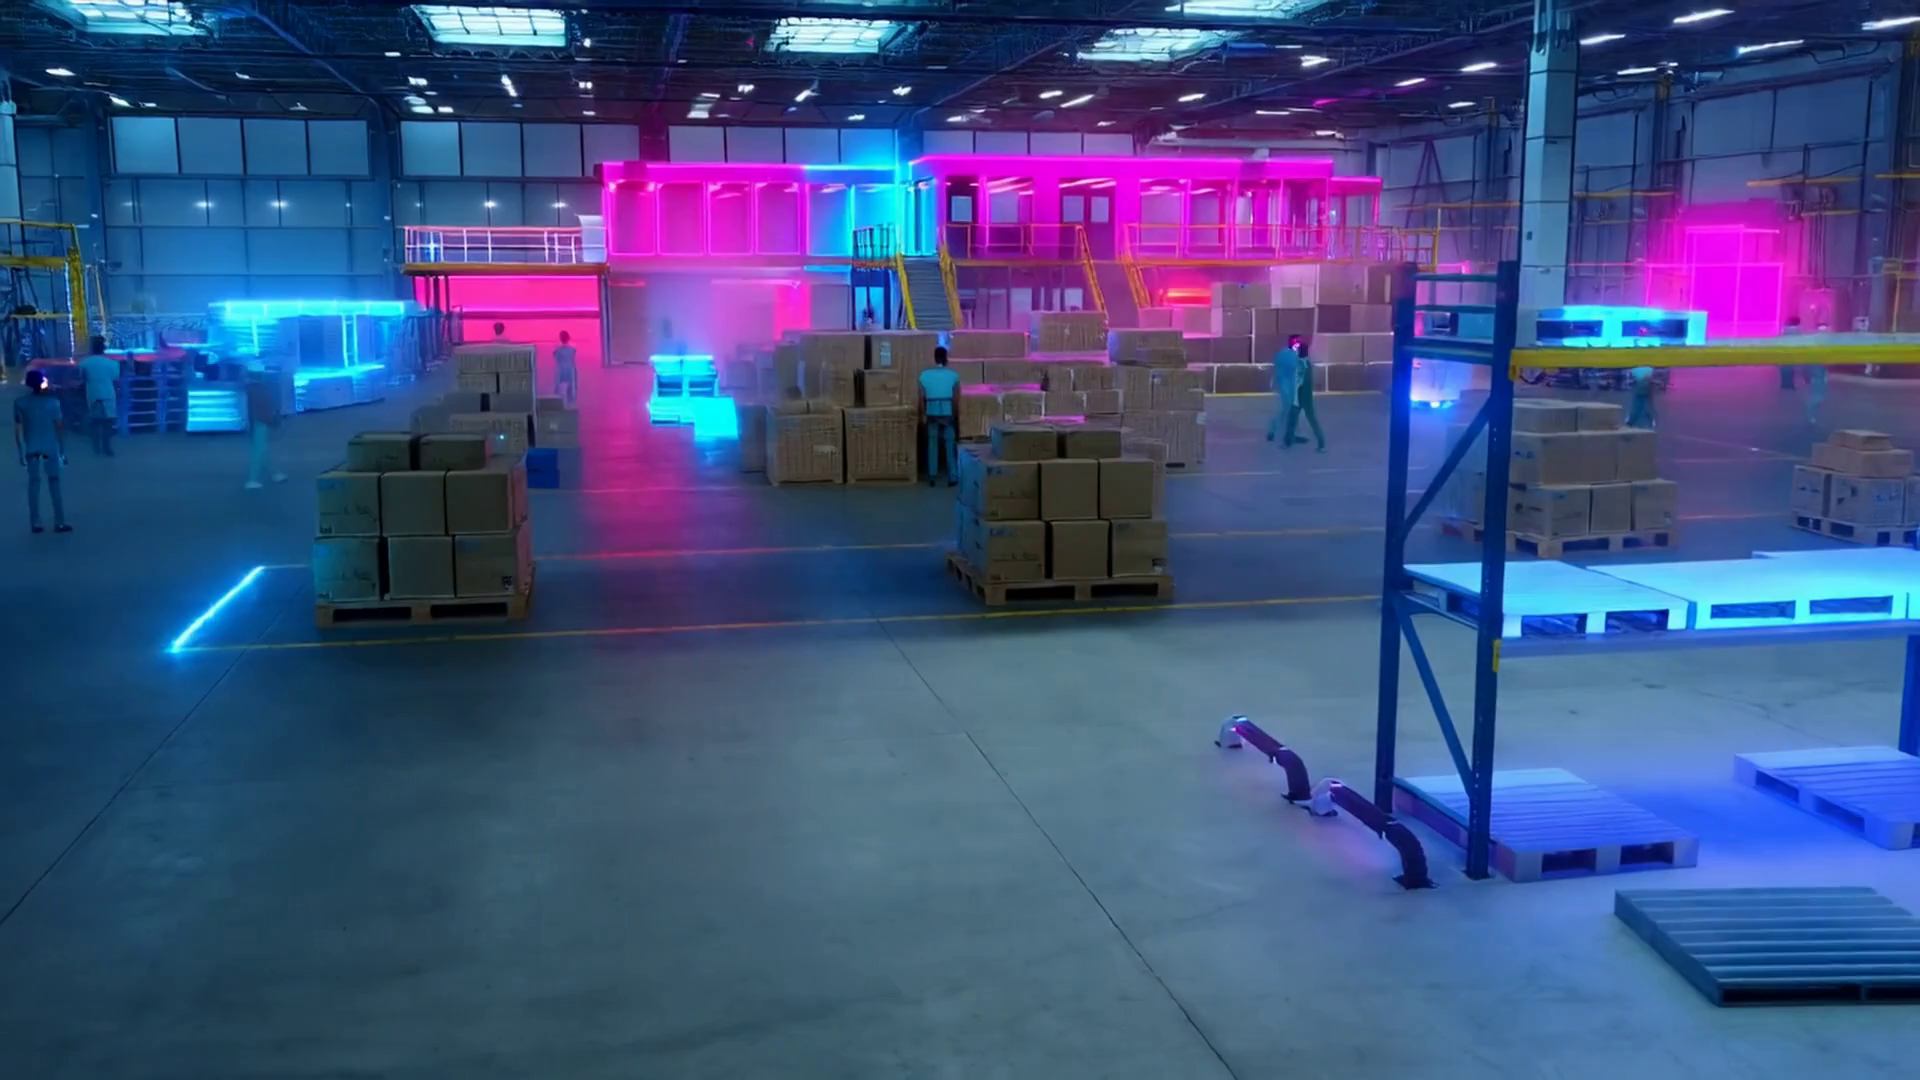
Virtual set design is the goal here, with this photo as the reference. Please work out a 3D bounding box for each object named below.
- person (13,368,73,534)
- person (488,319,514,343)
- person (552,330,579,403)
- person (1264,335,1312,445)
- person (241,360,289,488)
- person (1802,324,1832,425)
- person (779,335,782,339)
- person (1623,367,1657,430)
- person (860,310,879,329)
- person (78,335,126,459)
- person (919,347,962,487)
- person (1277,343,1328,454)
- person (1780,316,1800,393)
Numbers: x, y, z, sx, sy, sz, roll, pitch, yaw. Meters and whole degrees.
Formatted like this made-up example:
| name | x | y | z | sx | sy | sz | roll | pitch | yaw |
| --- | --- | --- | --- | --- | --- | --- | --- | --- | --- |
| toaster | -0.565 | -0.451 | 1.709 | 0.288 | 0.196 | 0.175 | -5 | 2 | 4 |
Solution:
| name | x | y | z | sx | sy | sz | roll | pitch | yaw |
| --- | --- | --- | --- | --- | --- | --- | --- | --- | --- |
| person | -10.352 | -0.993 | 18.754 | 0.538 | 1.869 | 0.313 | -2 | 10 | -11 |
| person | -9.671 | -3.700 | 35.117 | 0.553 | 1.922 | 0.479 | -5 | 10 | -27 |
| person | -7.115 | -2.836 | 29.971 | 0.317 | 1.875 | 0.532 | 8 | 12 | 41 |
| person | 5.538 | -2.551 | 28.287 | 0.678 | 1.872 | 1.011 | -8 | 12 | -39 |
| person | -9.525 | -1.598 | 22.846 | 0.542 | 1.722 | 0.862 | 5 | 10 | 27 |
| person | 16.318 | -3.132 | 31.616 | 0.518 | 1.927 | 0.622 | 6 | 11 | 34 |
| person | -2.874 | -2.554 | 28.194 | 0.999 | 1.895 | 0.555 | -4 | 10 | -23 |
| person | 9.735 | -1.769 | 23.978 | 0.848 | 1.702 | 0.503 | -1 | 9 | -8 |
| person | -2.502 | -5.298 | 45.017 | 0.603 | 1.868 | 0.700 | -6 | 11 | -34 |
| person | -13.512 | -2.253 | 26.215 | 0.608 | 1.945 | 0.519 | -1 | 9 | -6 |
| person | -0.263 | -1.675 | 22.758 | 0.593 | 1.920 | 0.392 | 2 | 10 | 12 |
| person | 5.589 | -2.289 | 26.907 | 0.521 | 1.806 | 0.983 | -6 | 11 | -34 |
| person | 19.936 | -4.446 | 39.886 | 0.429 | 1.844 | 0.625 | 1 | 9 | 4 |
